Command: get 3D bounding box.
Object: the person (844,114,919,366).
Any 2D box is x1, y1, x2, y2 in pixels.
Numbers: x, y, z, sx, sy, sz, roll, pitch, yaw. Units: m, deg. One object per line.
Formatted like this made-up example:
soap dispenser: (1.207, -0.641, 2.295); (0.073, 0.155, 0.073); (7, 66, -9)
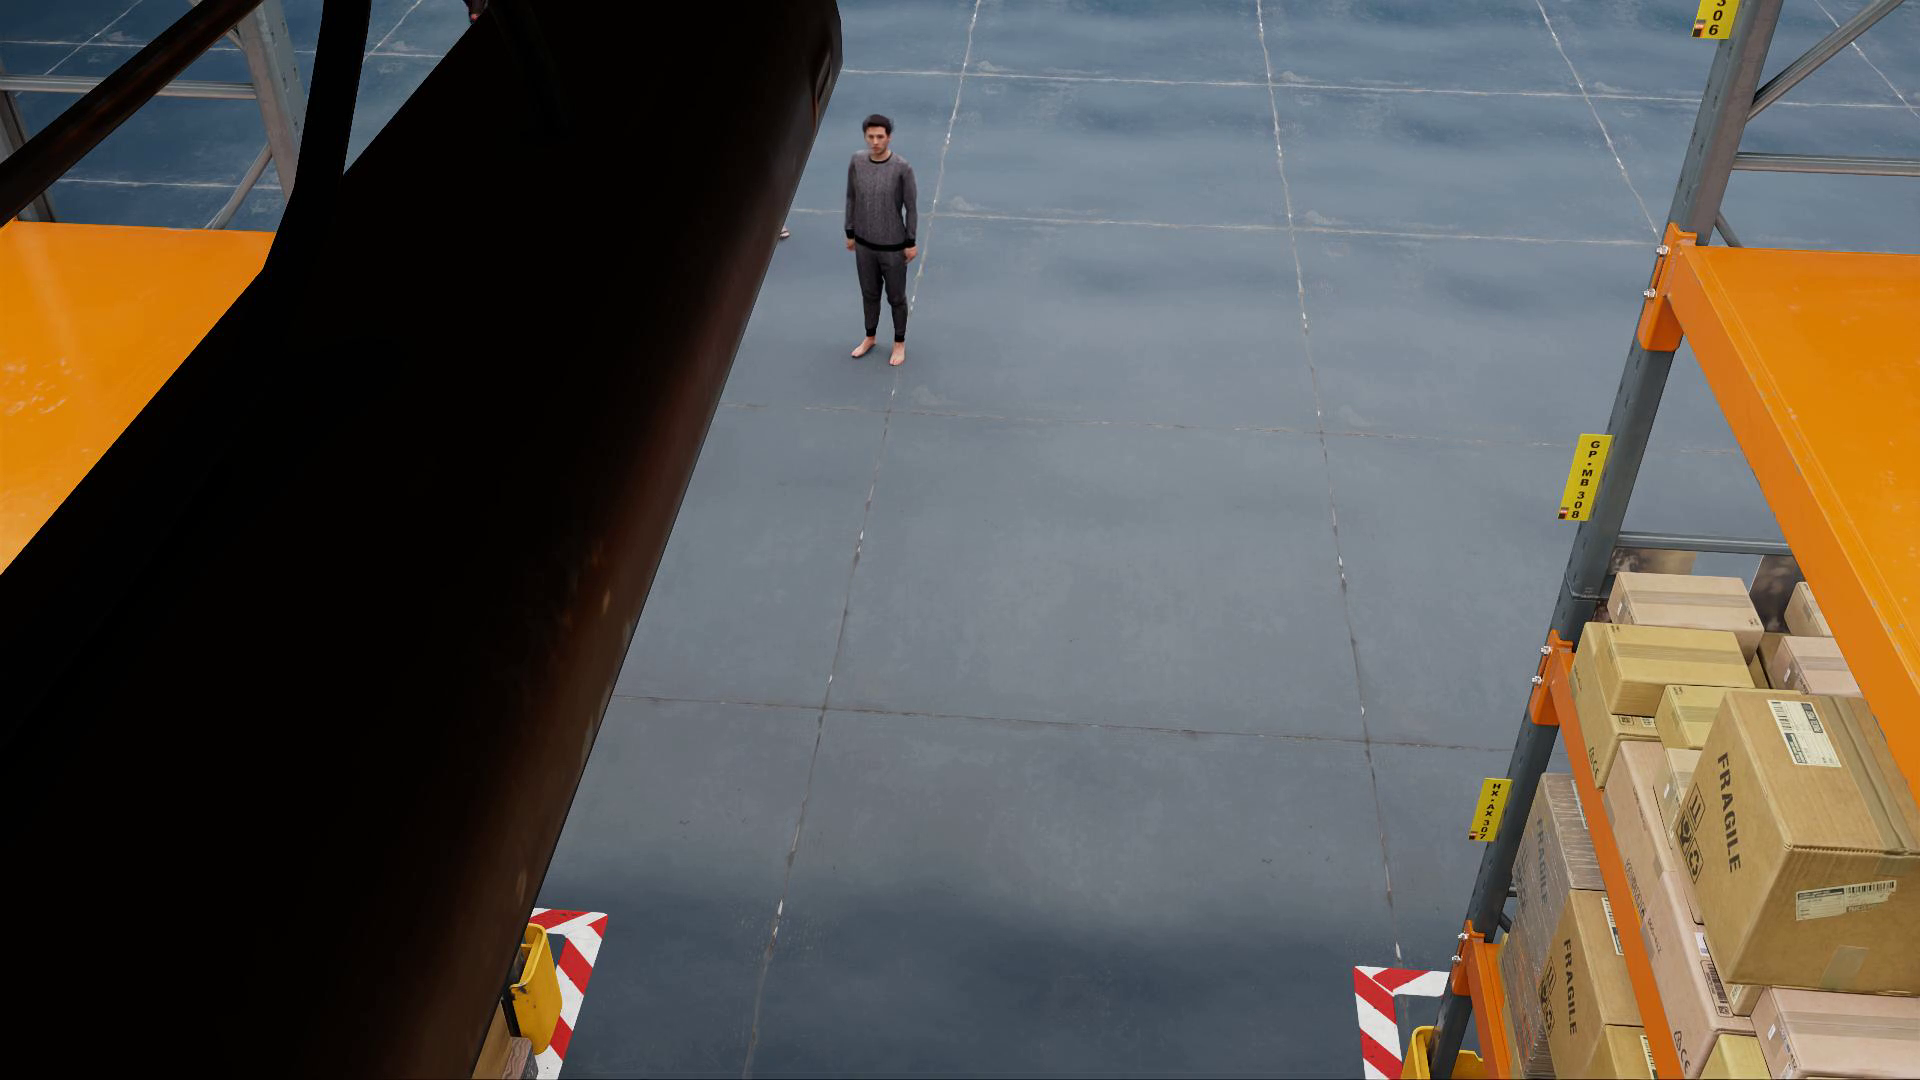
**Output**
person: (-0.551, -2.124, 11.718); (0.750, 1.841, 0.662); (14, 40, 17)
